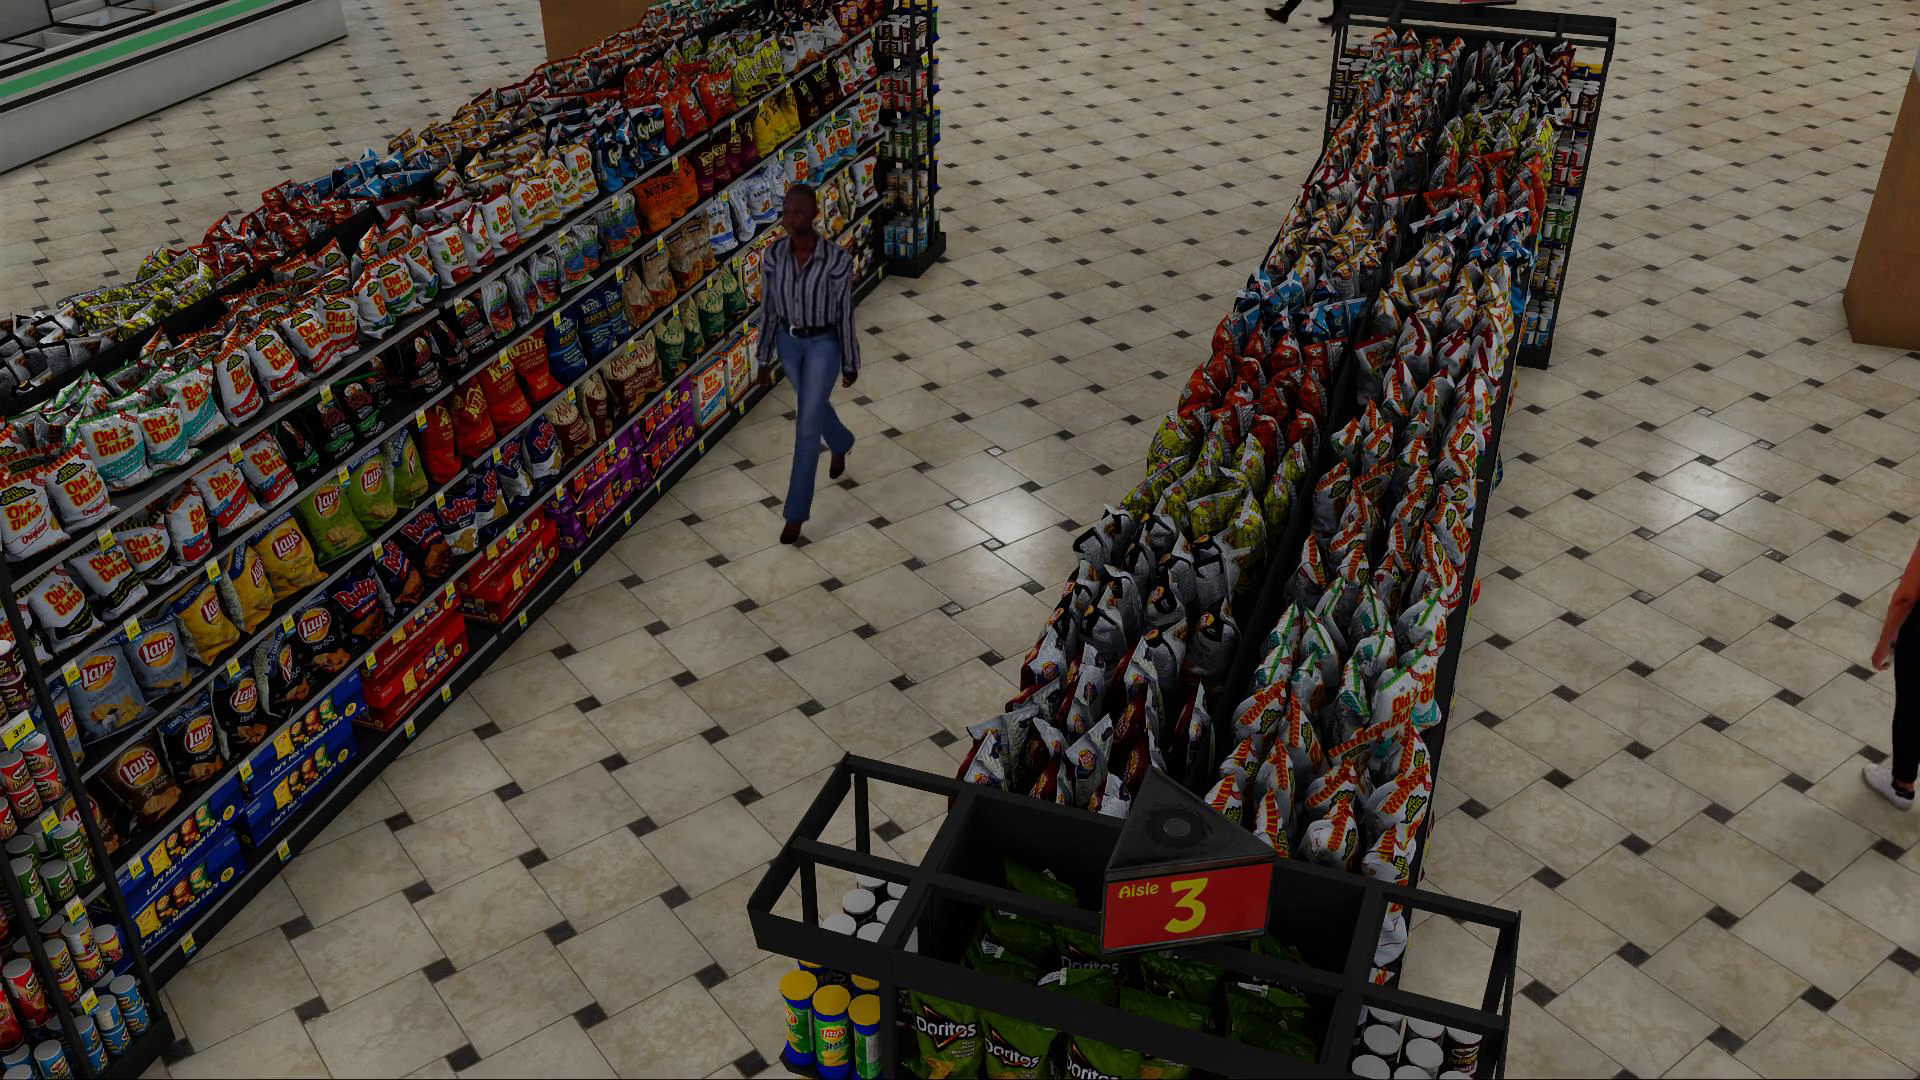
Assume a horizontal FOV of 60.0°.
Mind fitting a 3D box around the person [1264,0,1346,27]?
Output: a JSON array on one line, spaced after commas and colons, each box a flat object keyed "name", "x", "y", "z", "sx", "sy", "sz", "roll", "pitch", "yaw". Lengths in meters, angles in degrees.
[{"name": "person", "x": 3.697, "y": -5.937, "z": 16.410, "sx": 0.853, "sy": 1.755, "sz": 1.049, "roll": 4, "pitch": 32, "yaw": 7}]

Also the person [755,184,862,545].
[{"name": "person", "x": -0.727, "y": -0.942, "z": 8.394, "sx": 0.642, "sy": 1.744, "sz": 1.140, "roll": 11, "pitch": 33, "yaw": 17}]

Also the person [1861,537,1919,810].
[{"name": "person", "x": 3.776, "y": 0.423, "z": 6.330, "sx": 0.808, "sy": 1.606, "sz": 0.861, "roll": -4, "pitch": 32, "yaw": -6}]
